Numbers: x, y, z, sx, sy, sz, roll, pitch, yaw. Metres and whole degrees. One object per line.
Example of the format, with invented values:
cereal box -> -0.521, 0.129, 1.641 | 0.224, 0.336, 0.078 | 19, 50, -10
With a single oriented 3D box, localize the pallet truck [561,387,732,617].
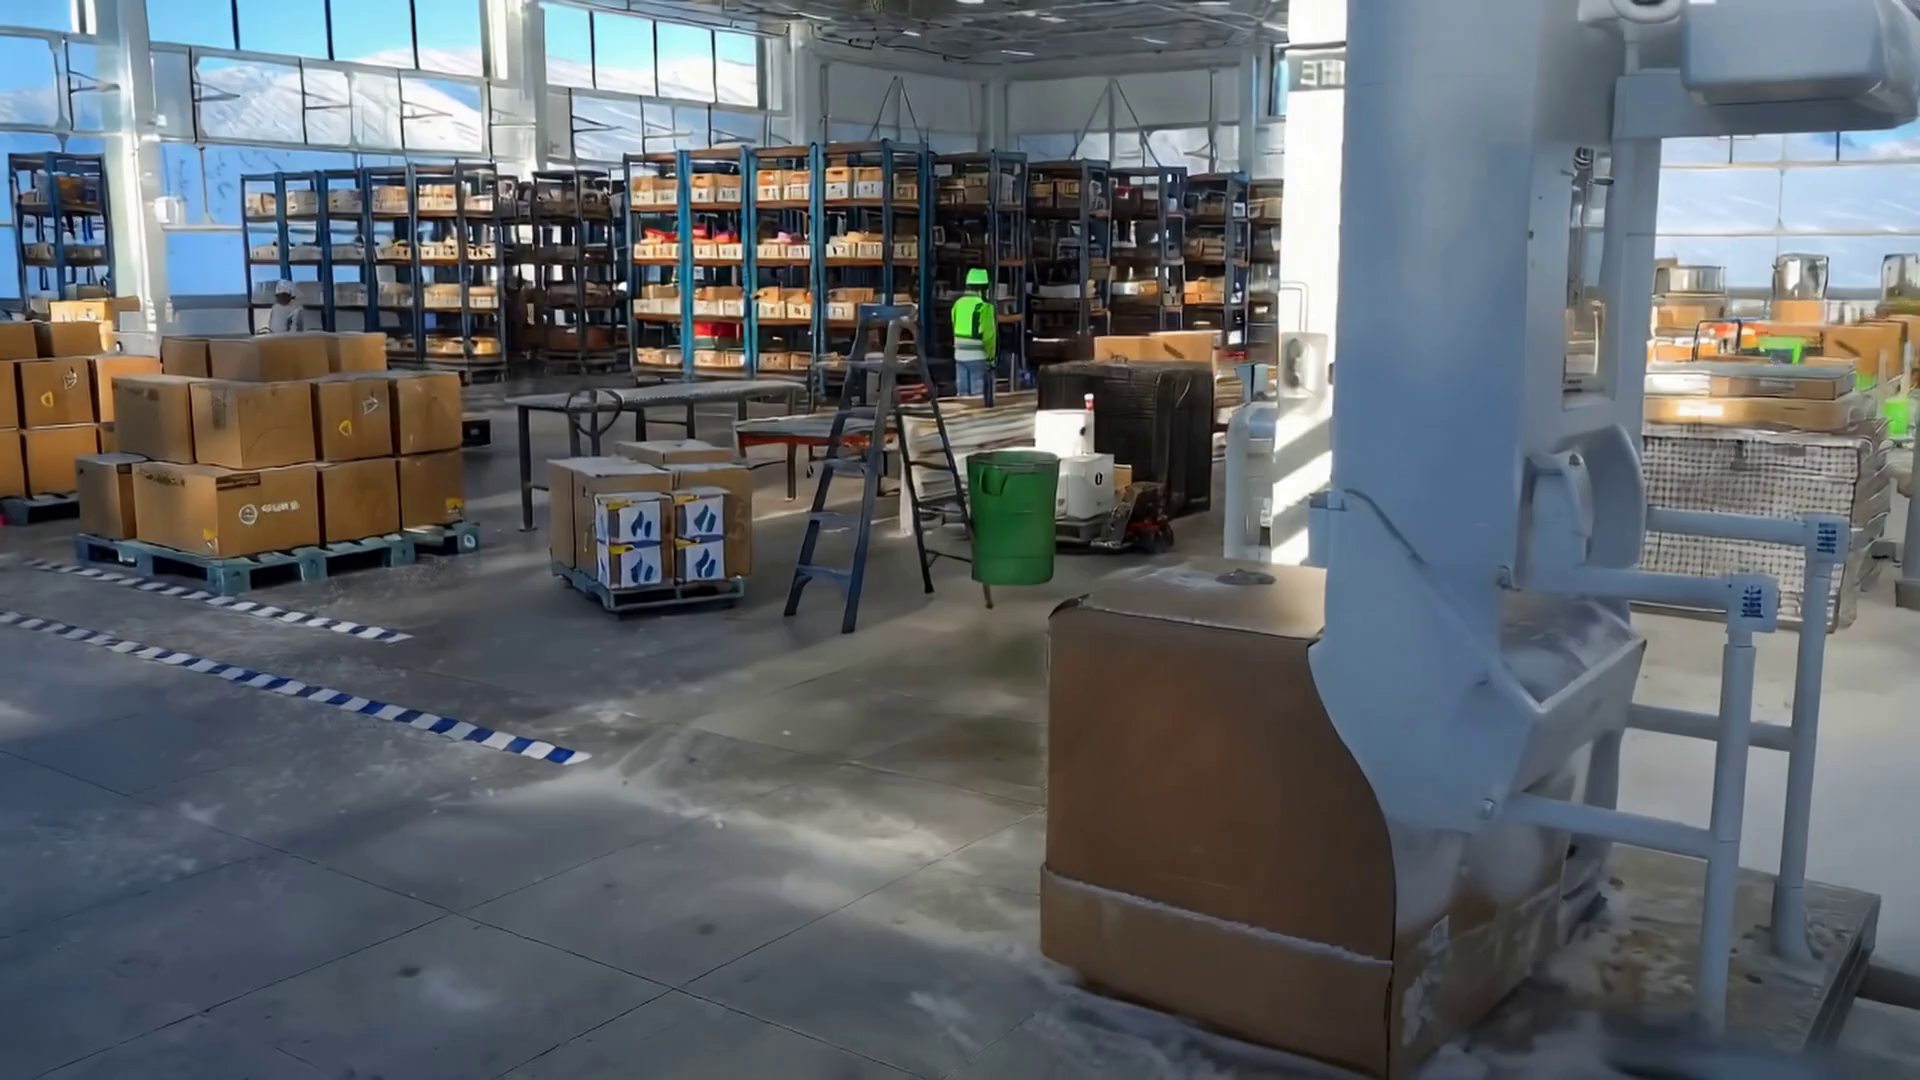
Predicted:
pallet truck -> -1.981, -0.274, 10.088 | 0.680, 1.201, 1.601 | -5, 11, -28

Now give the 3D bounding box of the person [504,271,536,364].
person -> -8.542, -4.342, 32.550 | 0.854, 1.812, 0.596 | 5, 11, 29

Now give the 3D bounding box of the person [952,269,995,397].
person -> 0.166, -2.021, 18.400 | 0.416, 1.939, 0.601 | -9, 13, -43

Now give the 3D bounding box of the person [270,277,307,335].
person -> -8.843, -2.561, 21.970 | 0.608, 1.807, 0.642 | 5, 11, 27

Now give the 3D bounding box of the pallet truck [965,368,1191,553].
pallet truck -> 0.845, -0.609, 11.869 | 1.630, 1.274, 0.653 | 7, 12, 35

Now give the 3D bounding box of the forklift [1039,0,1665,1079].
forklift -> 1.249, -0.137, 4.360 | 1.873, 2.768, 1.129 | 7, 12, 35

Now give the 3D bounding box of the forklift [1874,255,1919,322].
forklift -> 22.089, -5.634, 38.796 | 1.157, 1.987, 2.680 | 6, 11, 33

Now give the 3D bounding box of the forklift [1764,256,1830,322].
forklift -> 20.253, -5.854, 40.139 | 1.157, 1.987, 2.680 | 7, 12, 35
